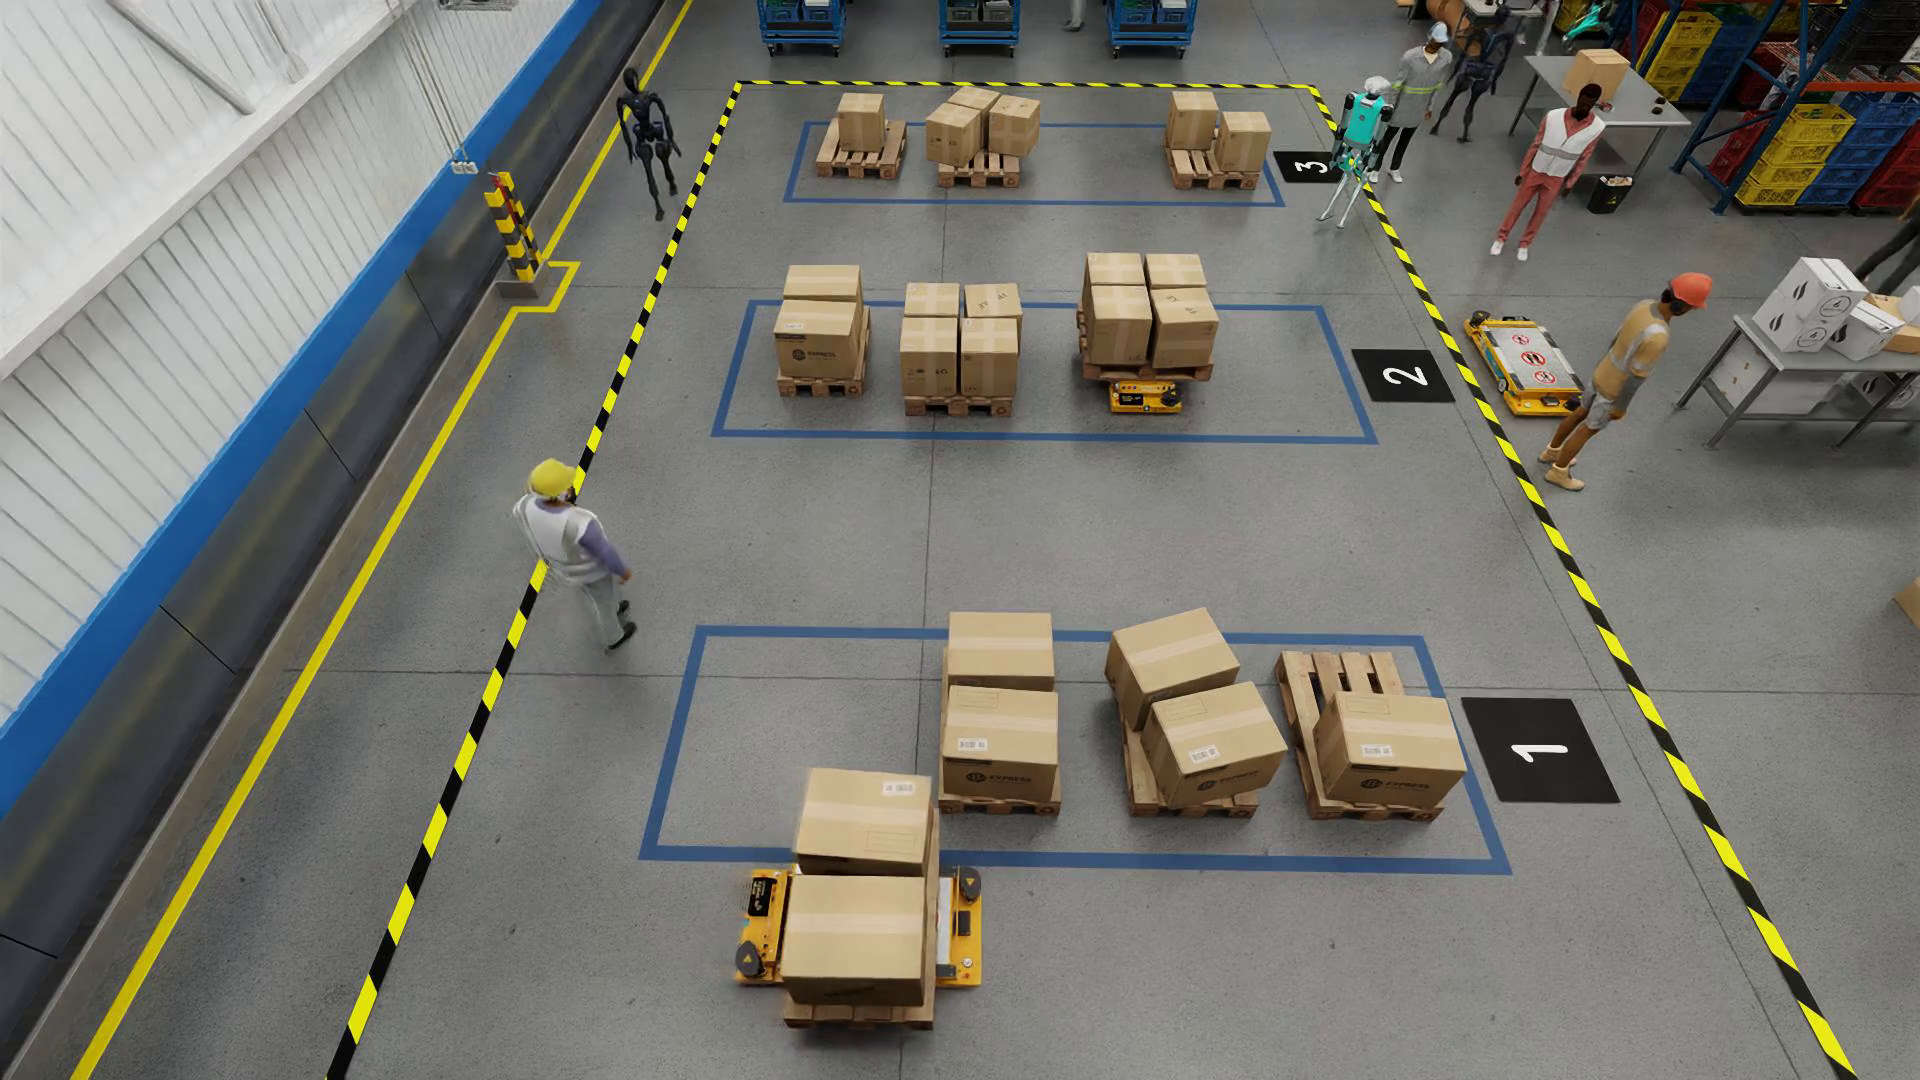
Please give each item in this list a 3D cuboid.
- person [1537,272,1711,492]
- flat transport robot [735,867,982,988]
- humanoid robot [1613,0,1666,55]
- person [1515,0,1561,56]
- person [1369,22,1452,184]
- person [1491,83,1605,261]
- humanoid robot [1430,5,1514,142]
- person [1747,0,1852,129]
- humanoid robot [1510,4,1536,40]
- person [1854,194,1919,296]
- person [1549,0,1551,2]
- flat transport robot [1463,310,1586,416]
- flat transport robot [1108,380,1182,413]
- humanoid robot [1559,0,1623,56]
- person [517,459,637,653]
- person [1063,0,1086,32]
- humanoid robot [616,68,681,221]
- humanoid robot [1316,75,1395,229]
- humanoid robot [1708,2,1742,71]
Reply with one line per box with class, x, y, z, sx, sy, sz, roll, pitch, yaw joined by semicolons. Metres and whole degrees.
person;5.373;-1.275;7.471;0.392;2.034;0.604;13;50;11
flat transport robot;-0.584;2.308;5.517;1.431;0.197;0.652;1;49;1
humanoid robot;10.292;-8.063;13.575;0.309;1.648;0.609;-14;50;-12
person;8.877;-8.234;13.642;0.589;1.811;0.957;4;49;3
person;5.411;-5.204;10.990;0.596;1.851;0.383;-1;49;-1
person;6.338;-3.944;9.866;0.580;1.911;0.394;24;53;19
humanoid robot;6.637;-5.986;11.799;0.613;1.627;0.479;16;51;13
person;10.904;-6.110;11.846;0.295;1.743;0.483;-28;55;-22
humanoid robot;8.727;-8.615;14.023;0.550;1.737;0.937;-3;49;-3
person;9.855;-3.218;9.301;0.417;1.833;0.572;-4;49;-3
person;10.236;-9.688;14.894;0.944;1.815;0.529;5;49;4
flat transport robot;5.573;-1.757;9.054;0.659;0.231;1.431;1;49;1
flat transport robot;1.773;-1.807;9.079;0.652;0.197;1.431;1;49;1
humanoid robot;8.999;-7.562;13.104;0.896;1.754;0.544;-2;49;-2
person;-2.580;0.092;6.431;0.616;1.810;0.571;21;52;17
person;1.875;-8.921;14.212;0.373;1.842;0.568;16;51;14
humanoid robot;-3.586;-4.637;10.663;0.609;1.643;0.791;-7;50;-6
humanoid robot;4.487;-4.353;10.244;0.533;1.673;0.735;35;57;26
humanoid robot;11.151;-7.584;13.148;0.957;1.783;0.537;1;49;1
